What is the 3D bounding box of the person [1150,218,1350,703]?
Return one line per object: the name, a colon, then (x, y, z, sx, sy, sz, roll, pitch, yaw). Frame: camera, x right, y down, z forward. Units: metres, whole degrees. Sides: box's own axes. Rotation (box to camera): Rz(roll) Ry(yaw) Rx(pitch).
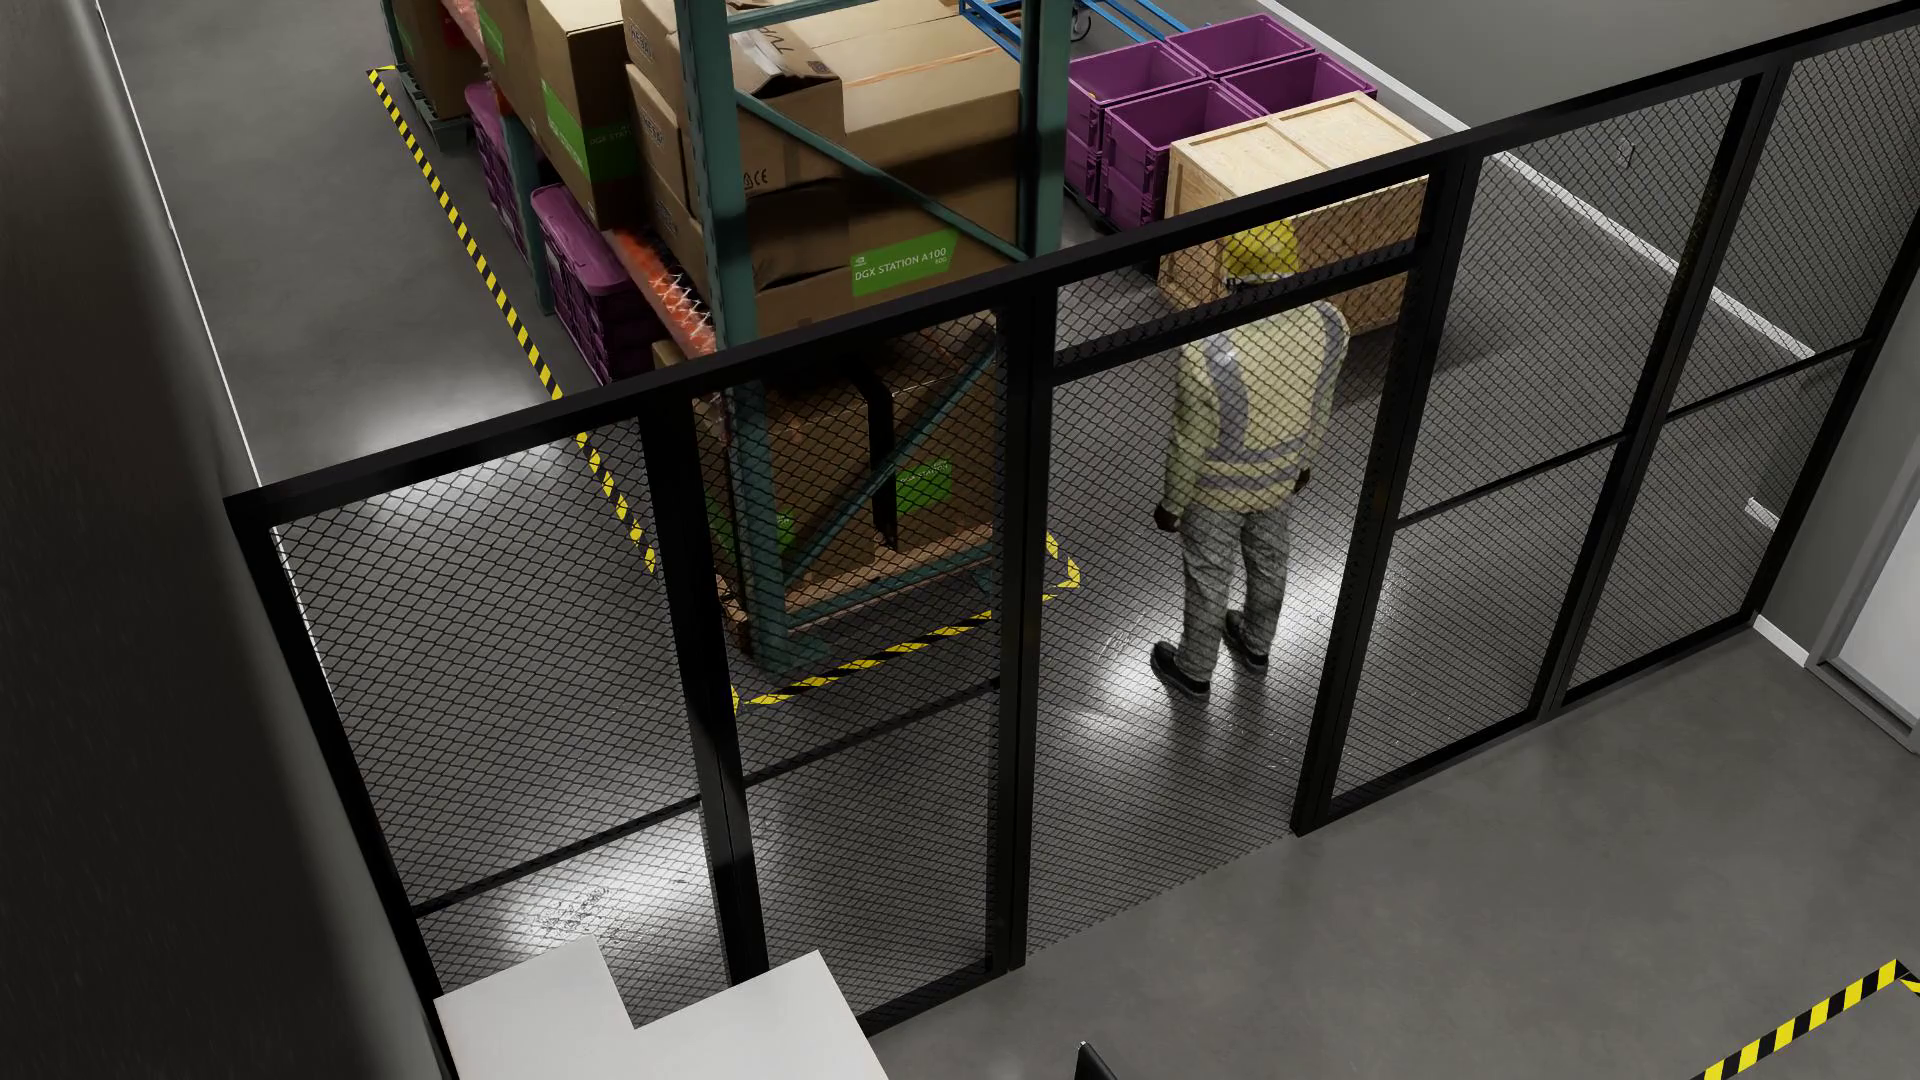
person: (0.876, -0.226, 5.276, 0.592, 1.825, 0.404, -18, 46, -19)
